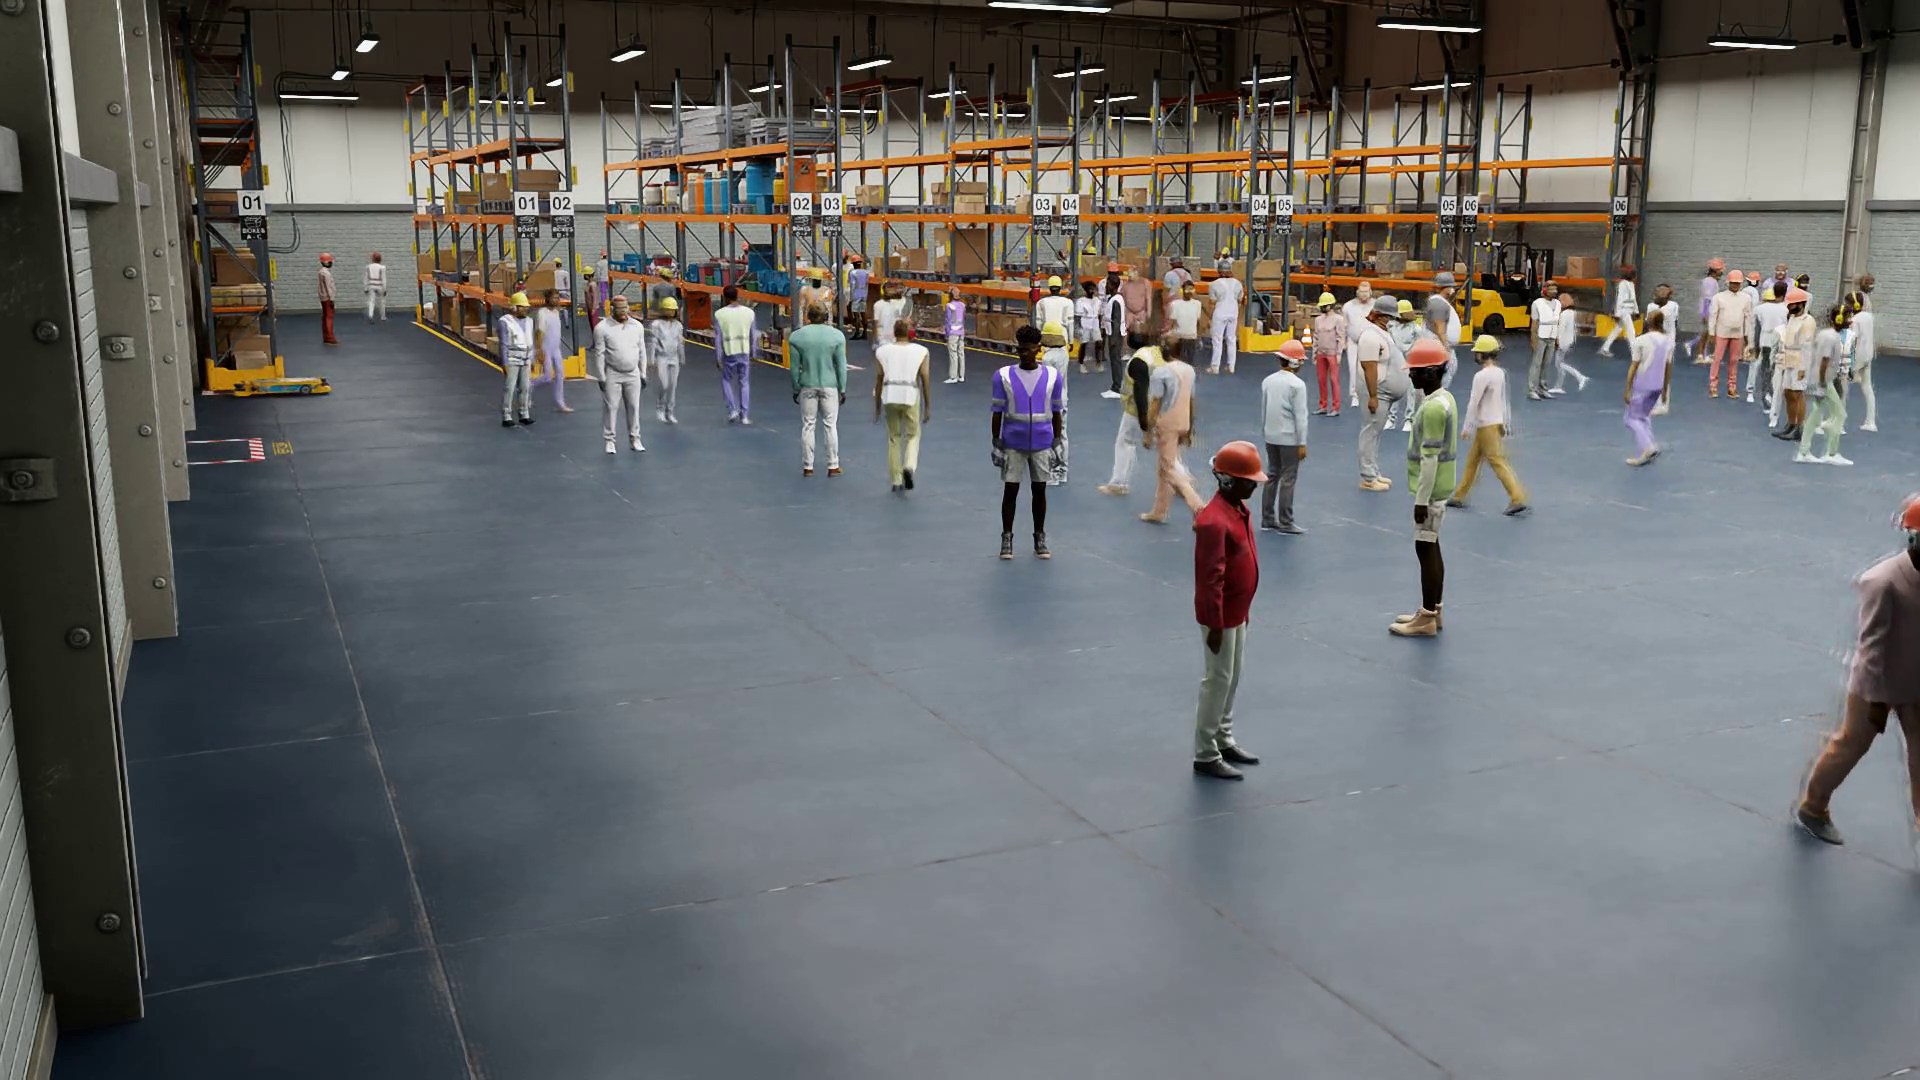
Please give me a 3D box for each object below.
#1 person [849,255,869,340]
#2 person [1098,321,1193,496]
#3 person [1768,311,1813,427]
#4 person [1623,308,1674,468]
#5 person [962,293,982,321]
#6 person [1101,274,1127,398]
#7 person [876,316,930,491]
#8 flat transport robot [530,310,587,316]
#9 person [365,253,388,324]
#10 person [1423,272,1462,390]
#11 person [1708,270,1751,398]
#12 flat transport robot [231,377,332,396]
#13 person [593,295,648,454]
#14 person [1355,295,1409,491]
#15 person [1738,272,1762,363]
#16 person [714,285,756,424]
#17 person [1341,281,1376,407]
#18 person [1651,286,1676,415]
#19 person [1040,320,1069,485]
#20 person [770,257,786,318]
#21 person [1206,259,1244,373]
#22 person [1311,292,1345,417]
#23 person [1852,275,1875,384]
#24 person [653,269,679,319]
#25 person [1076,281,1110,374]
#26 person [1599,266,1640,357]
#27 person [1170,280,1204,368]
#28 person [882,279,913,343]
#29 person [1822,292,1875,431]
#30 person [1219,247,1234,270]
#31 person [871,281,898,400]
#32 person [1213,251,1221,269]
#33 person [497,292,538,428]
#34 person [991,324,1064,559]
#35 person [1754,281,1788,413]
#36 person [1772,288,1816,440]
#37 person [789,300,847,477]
[{"bbox_3d":[-2.319,-5.504,37.780,0.363,1.933,0.543,10,15,42],"label":"person"},{"bbox_3d":[1.911,-1.324,16.906,0.945,1.798,0.611,6,12,27],"label":"person"},{"bbox_3d":[11.142,-2.312,22.333,0.514,1.634,0.312,7,13,30],"label":"person"},{"bbox_3d":[7.752,-1.700,18.731,0.528,1.820,0.462,-3,12,-17],"label":"person"},{"bbox_3d":[0.342,-6.864,44.523,0.619,2.008,1.010,-5,12,-23],"label":"person"},{"bbox_3d":[2.423,-3.185,26.026,0.391,1.920,0.588,1,11,3],"label":"person"},{"bbox_3d":[-0.602,-1.385,17.140,0.582,1.826,0.477,1,11,7],"label":"person"},{"bbox_3d":[-11.184,-6.354,46.333,1.431,0.197,0.652,-9,14,-39],"label":"flat transport robot"},{"bbox_3d":[-15.259,-6.562,43.387,0.604,1.859,0.858,0,11,1],"label":"person"},{"bbox_3d":[7.102,-2.915,24.344,0.624,2.000,0.699,4,12,17],"label":"person"},{"bbox_3d":[12.015,-3.212,25.975,0.622,1.992,0.386,1,11,4],"label":"person"},{"bbox_3d":[-10.810,-2.448,26.482,1.431,0.197,0.652,-6,13,-28],"label":"flat transport robot"},{"bbox_3d":[-4.063,-1.985,20.001,0.647,1.900,0.397,-7,13,-32],"label":"person"},{"bbox_3d":[4.410,-1.547,17.391,0.536,2.000,0.674,4,12,20],"label":"person"},{"bbox_3d":[15.211,-4.283,32.024,0.327,1.753,0.561,0,11,-3],"label":"person"},{"bbox_3d":[-3.080,-2.540,22.802,0.606,1.906,0.505,-5,12,-22],"label":"person"},{"bbox_3d":[6.033,-2.957,24.986,0.665,1.878,0.755,2,11,9],"label":"person"},{"bbox_3d":[10.056,-2.706,23.847,0.450,1.832,0.592,7,13,33],"label":"person"},{"bbox_3d":[0.978,-1.458,17.702,0.297,1.744,0.487,6,12,27],"label":"person"},{"bbox_3d":[-5.079,-7.007,45.932,0.553,1.735,0.379,5,12,24],"label":"person"},{"bbox_3d":[4.728,-4.037,30.046,0.682,2.000,0.537,-5,12,-23],"label":"person"},{"bbox_3d":[5.221,-2.636,23.659,0.343,1.756,0.529,-8,14,-36],"label":"person"},{"bbox_3d":[15.274,-3.550,28.098,0.432,1.832,0.543,9,14,38],"label":"person"},{"bbox_3d":[-6.126,-4.789,34.671,0.575,1.722,0.502,3,11,13],"label":"person"},{"bbox_3d":[2.362,-3.768,29.636,0.543,1.657,0.811,-6,12,-26],"label":"person"},{"bbox_3d":[13.257,-4.543,33.153,0.982,1.843,0.594,8,14,35],"label":"person"},{"bbox_3d":[3.530,-3.120,25.866,0.530,1.854,0.461,-3,11,-14],"label":"person"},{"bbox_3d":[-1.038,-3.263,26.667,0.587,1.829,0.474,-6,13,-27],"label":"person"},{"bbox_3d":[11.944,-2.381,22.167,0.700,1.841,0.740,-7,13,-32],"label":"person"},{"bbox_3d":[8.158,-8.070,51.076,0.596,1.831,0.403,10,15,42],"label":"person"},{"bbox_3d":[-1.199,-3.077,25.711,0.570,1.840,0.606,8,13,34],"label":"person"},{"bbox_3d":[8.362,-8.561,54.075,0.279,1.633,0.505,2,11,12],"label":"person"},{"bbox_3d":[-5.947,-2.421,22.430,0.419,1.820,0.605,7,13,32],"label":"person"},{"bbox_3d":[0.561,-0.811,13.846,0.614,1.962,0.362,-1,11,-6],"label":"person"},{"bbox_3d":[11.751,-2.775,23.970,0.446,1.905,0.618,-10,15,-43],"label":"person"},{"bbox_3d":[10.632,-2.238,21.215,0.391,1.923,0.549,0,11,1],"label":"person"},{"bbox_3d":[-1.543,-1.646,18.159,0.630,1.940,0.372,0,11,2],"label":"person"}]
